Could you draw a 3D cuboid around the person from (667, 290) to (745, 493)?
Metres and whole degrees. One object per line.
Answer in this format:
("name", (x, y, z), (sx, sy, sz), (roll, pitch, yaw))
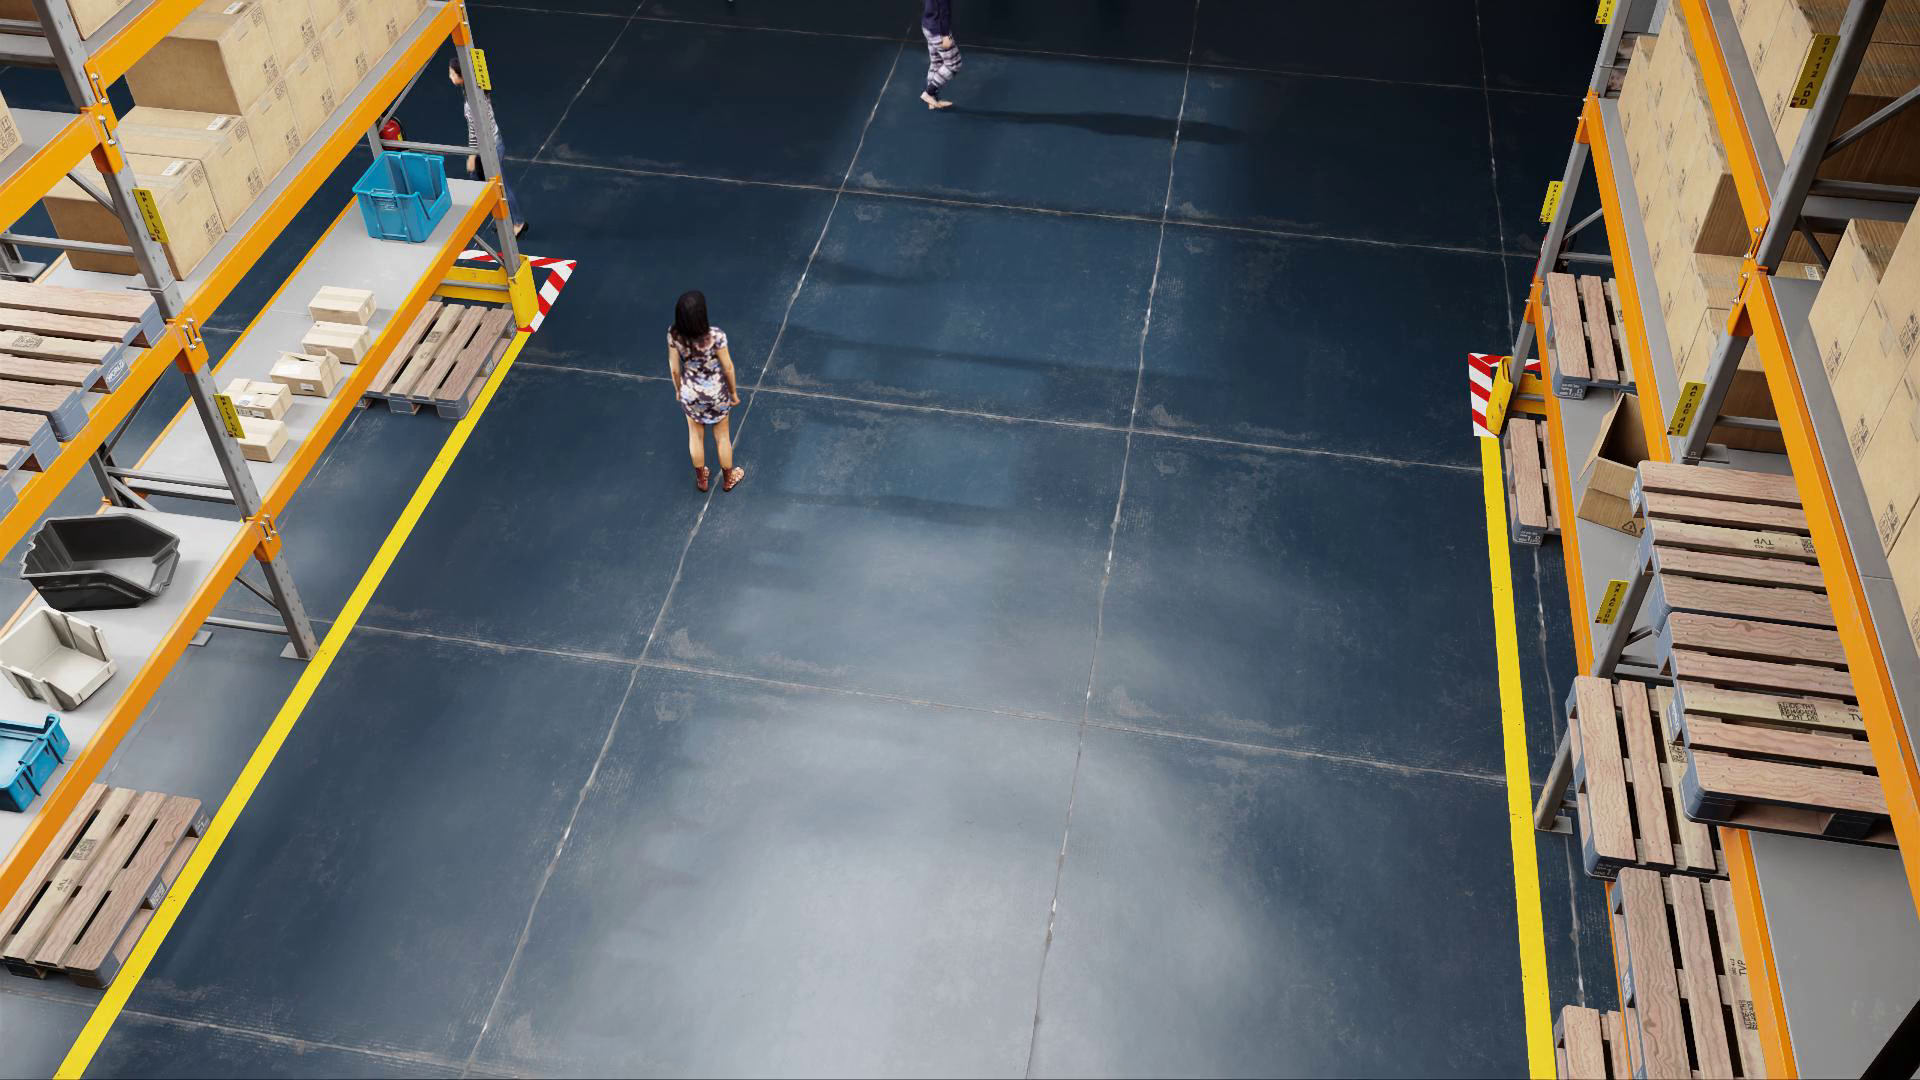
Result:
("person", (-1.827, -1.050, 11.874), (0.615, 1.733, 0.532), (4, 44, 4))

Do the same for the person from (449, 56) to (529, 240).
("person", (-3.930, -3.318, 14.223), (0.751, 1.777, 0.680), (-7, 44, -8))

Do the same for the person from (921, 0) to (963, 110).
("person", (-0.283, -4.898, 15.921), (0.825, 1.721, 0.745), (-16, 46, -16))
